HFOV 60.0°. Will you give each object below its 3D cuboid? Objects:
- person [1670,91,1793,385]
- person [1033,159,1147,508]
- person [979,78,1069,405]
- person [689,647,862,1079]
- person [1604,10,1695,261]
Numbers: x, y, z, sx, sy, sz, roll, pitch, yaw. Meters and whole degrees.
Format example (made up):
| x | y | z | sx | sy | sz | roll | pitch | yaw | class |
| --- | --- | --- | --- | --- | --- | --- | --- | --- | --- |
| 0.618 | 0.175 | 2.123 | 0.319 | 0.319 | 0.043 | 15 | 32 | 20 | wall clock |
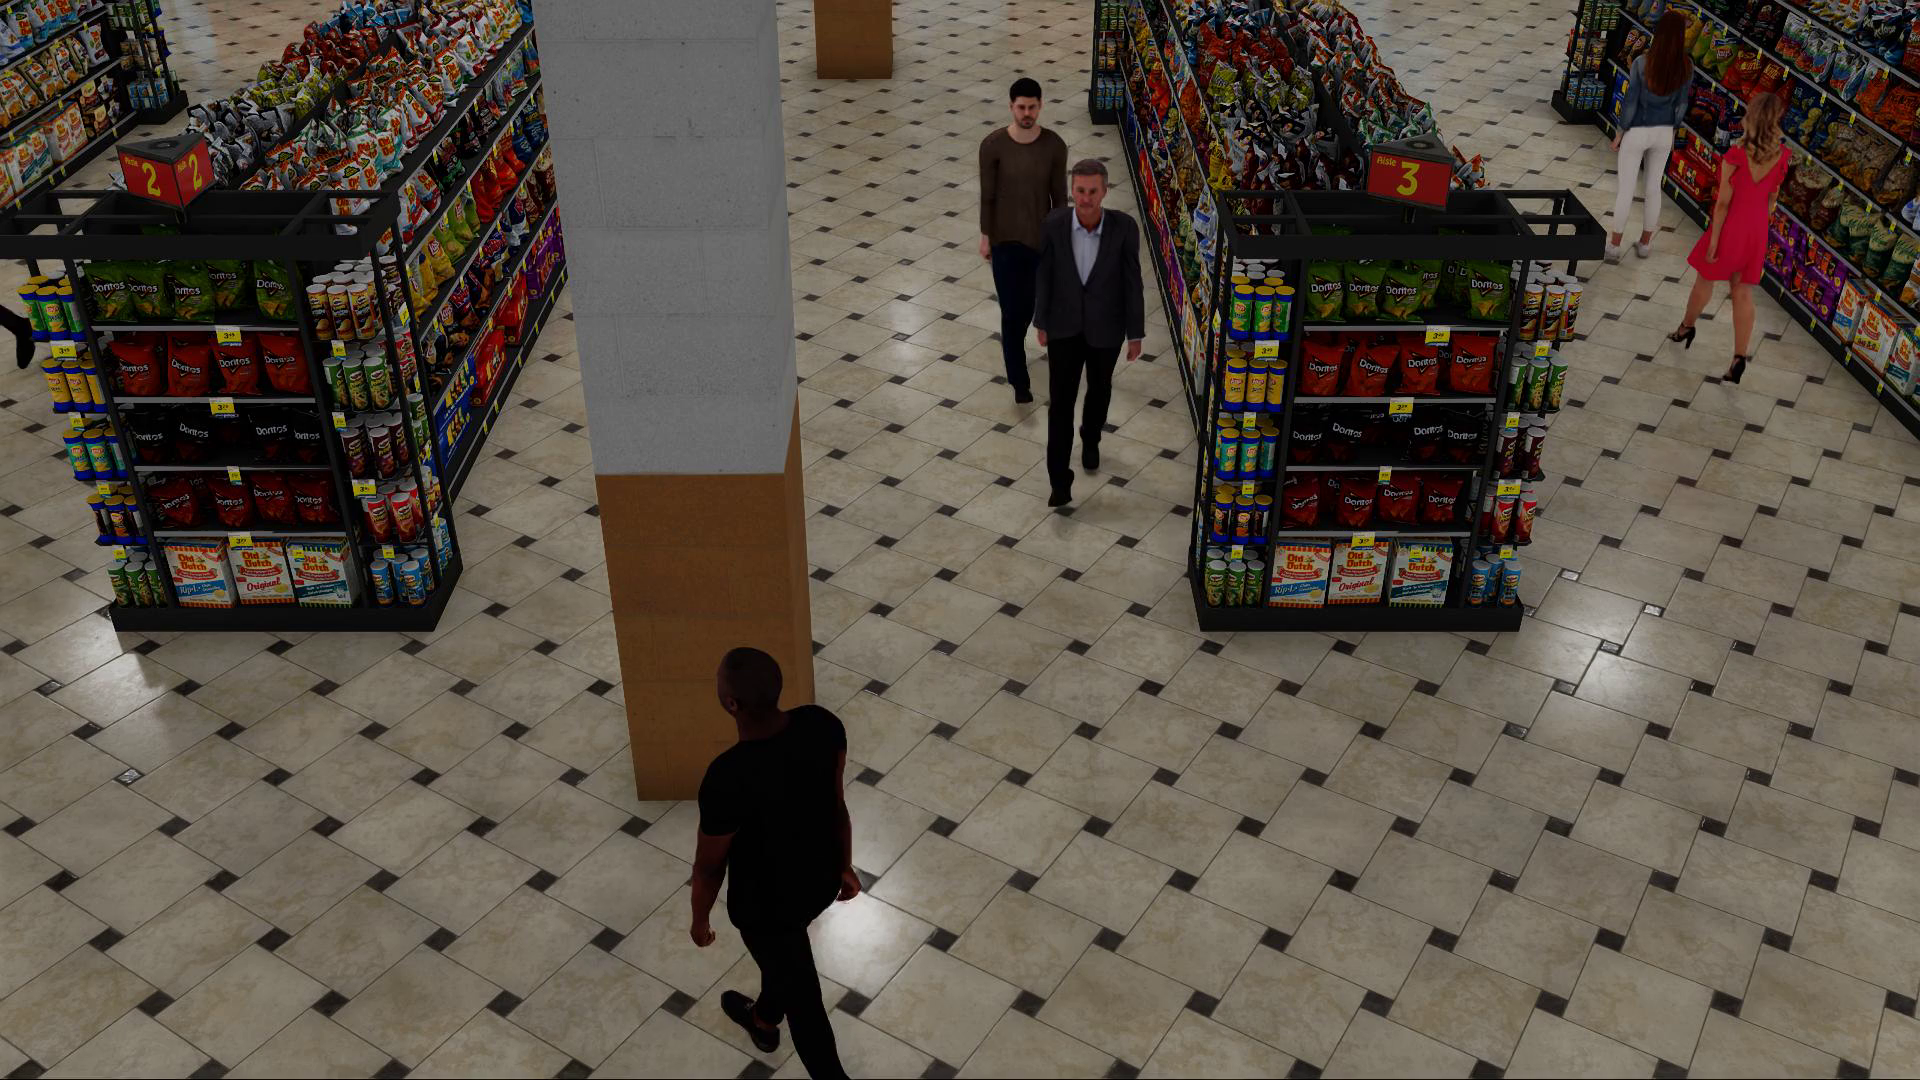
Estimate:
| x | y | z | sx | sy | sz | roll | pitch | yaw | class |
| --- | --- | --- | --- | --- | --- | --- | --- | --- | --- |
| 4.629 | -1.732 | 9.819 | 0.602 | 1.678 | 1.042 | -1 | 32 | -2 | person |
| 0.671 | -1.140 | 8.754 | 0.804 | 1.798 | 1.169 | 2 | 32 | 4 | person |
| 0.358 | -1.780 | 9.747 | 0.779 | 1.836 | 1.188 | -5 | 32 | -7 | person |
| -0.471 | 1.140 | 5.098 | 1.080 | 1.789 | 1.041 | 25 | 40 | 34 | person |
| 4.748 | -2.775 | 11.474 | 0.612 | 1.700 | 0.498 | -1 | 32 | -2 | person |
